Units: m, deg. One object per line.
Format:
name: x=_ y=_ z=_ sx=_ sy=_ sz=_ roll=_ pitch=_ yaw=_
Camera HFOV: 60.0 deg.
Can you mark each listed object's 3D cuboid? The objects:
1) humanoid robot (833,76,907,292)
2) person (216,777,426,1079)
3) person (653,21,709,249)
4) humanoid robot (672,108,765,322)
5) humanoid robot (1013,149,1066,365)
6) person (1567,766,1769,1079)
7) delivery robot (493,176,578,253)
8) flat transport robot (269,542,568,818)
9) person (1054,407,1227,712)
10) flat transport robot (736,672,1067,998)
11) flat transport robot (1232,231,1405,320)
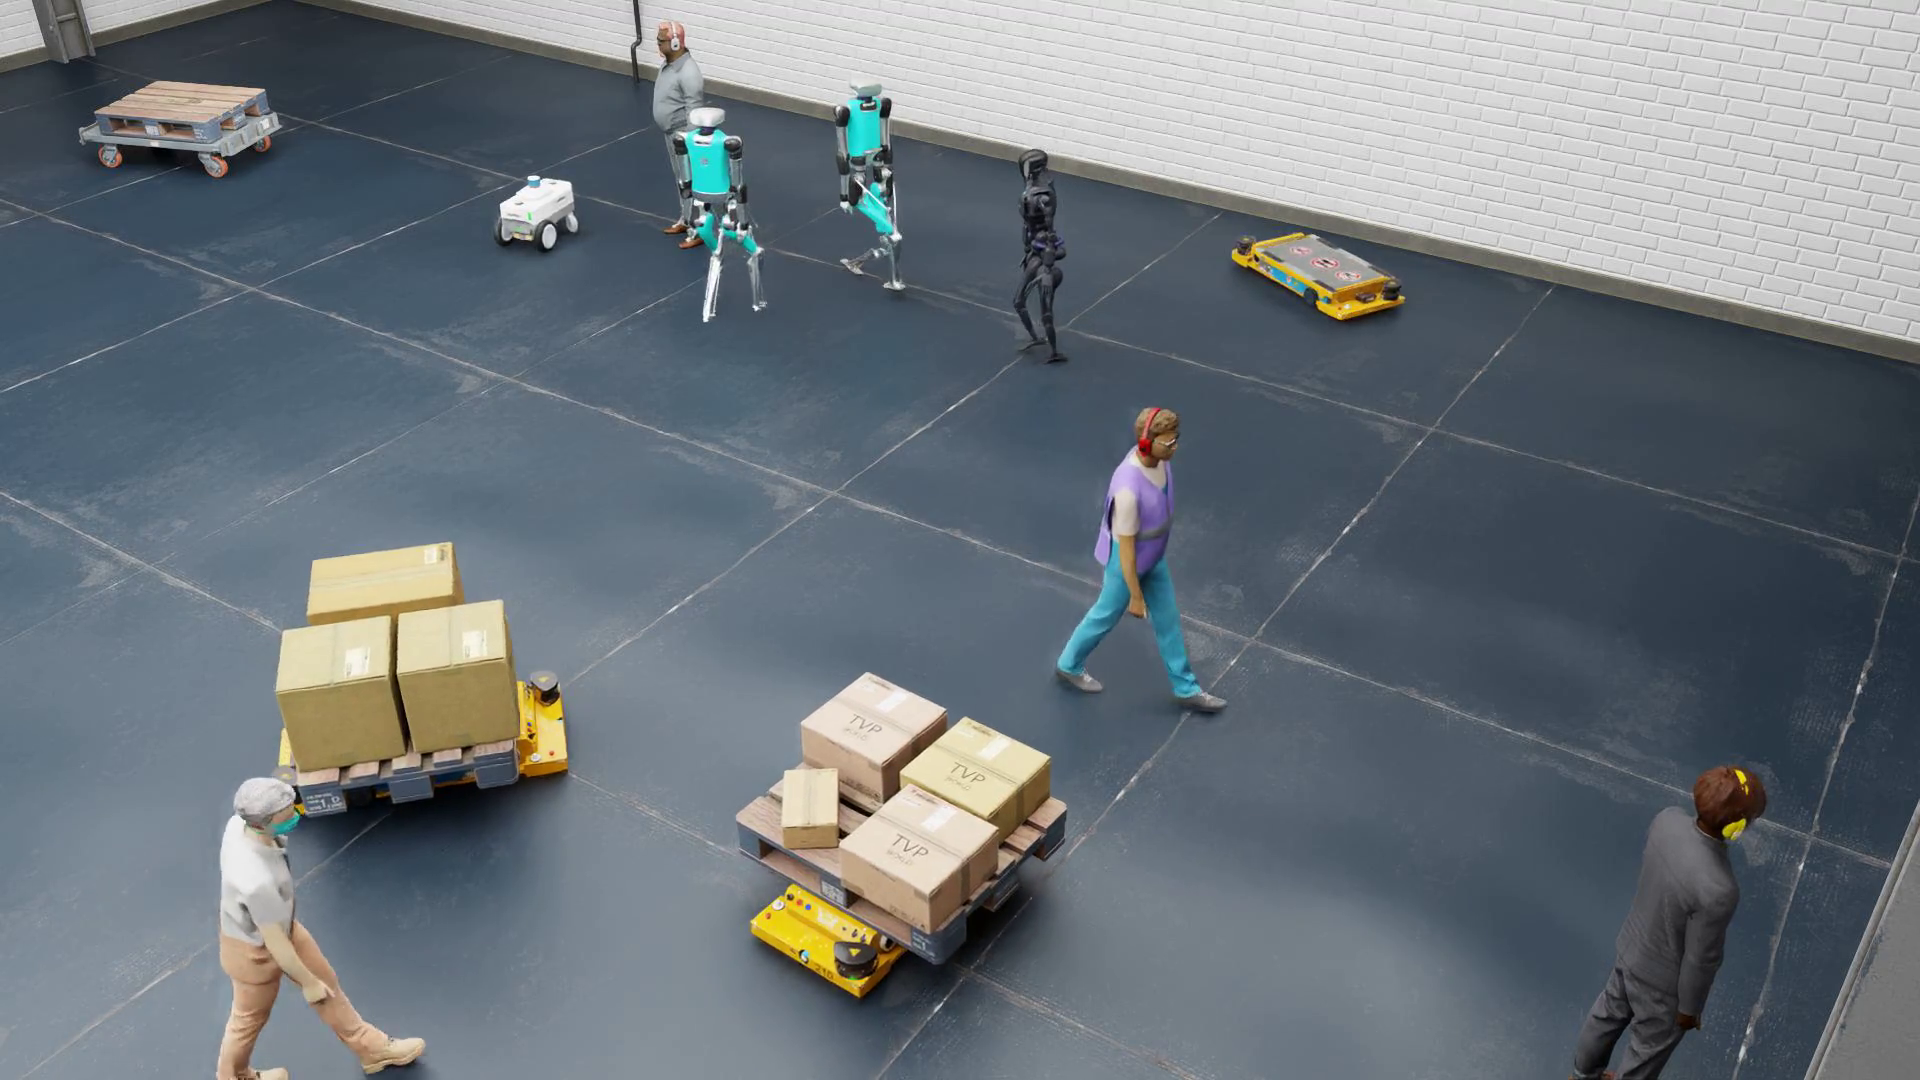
humanoid robot: x=-0.622 y=-2.753 z=13.206 sx=0.560 sy=1.743 sz=1.038 roll=-26 pitch=41 yaw=-34
person: x=-2.648 y=1.574 z=6.502 sx=0.906 sy=1.668 sz=0.486 roll=-8 pitch=34 yaw=-12
person: x=-2.372 y=-3.429 z=14.077 sx=0.409 sy=1.910 sz=0.638 roll=-15 pitch=36 yaw=-22
humanoid robot: x=-1.820 y=-2.542 z=12.891 sx=0.531 sy=1.803 sz=0.797 roll=6 pitch=33 yaw=10
humanoid robot: x=0.603 y=-2.053 z=12.160 sx=0.427 sy=1.640 sz=0.612 roll=-9 pitch=34 yaw=-13
person: x=2.664 y=1.599 z=6.299 sx=0.347 sy=1.866 sz=0.486 roll=-4 pitch=33 yaw=-6
delivery robot: x=-3.665 y=-2.835 z=14.417 sx=0.525 sy=0.611 sz=0.782 roll=12 pitch=35 yaw=17
flat transport robot: x=-2.789 y=1.047 z=8.627 sx=1.431 sy=0.231 sz=0.659 roll=-8 pitch=34 yaw=-13
person: x=0.945 y=0.113 z=8.673 sx=0.968 sy=1.793 sz=0.588 roll=16 pitch=36 yaw=23
flat transport robot: x=-0.270 y=1.529 z=7.876 sx=0.659 sy=0.231 sz=1.431 roll=22 pitch=39 yaw=30
flat transport robot: x=2.933 y=-2.205 z=13.687 sx=0.659 sy=0.231 sz=1.431 roll=-17 pitch=36 yaw=-24
